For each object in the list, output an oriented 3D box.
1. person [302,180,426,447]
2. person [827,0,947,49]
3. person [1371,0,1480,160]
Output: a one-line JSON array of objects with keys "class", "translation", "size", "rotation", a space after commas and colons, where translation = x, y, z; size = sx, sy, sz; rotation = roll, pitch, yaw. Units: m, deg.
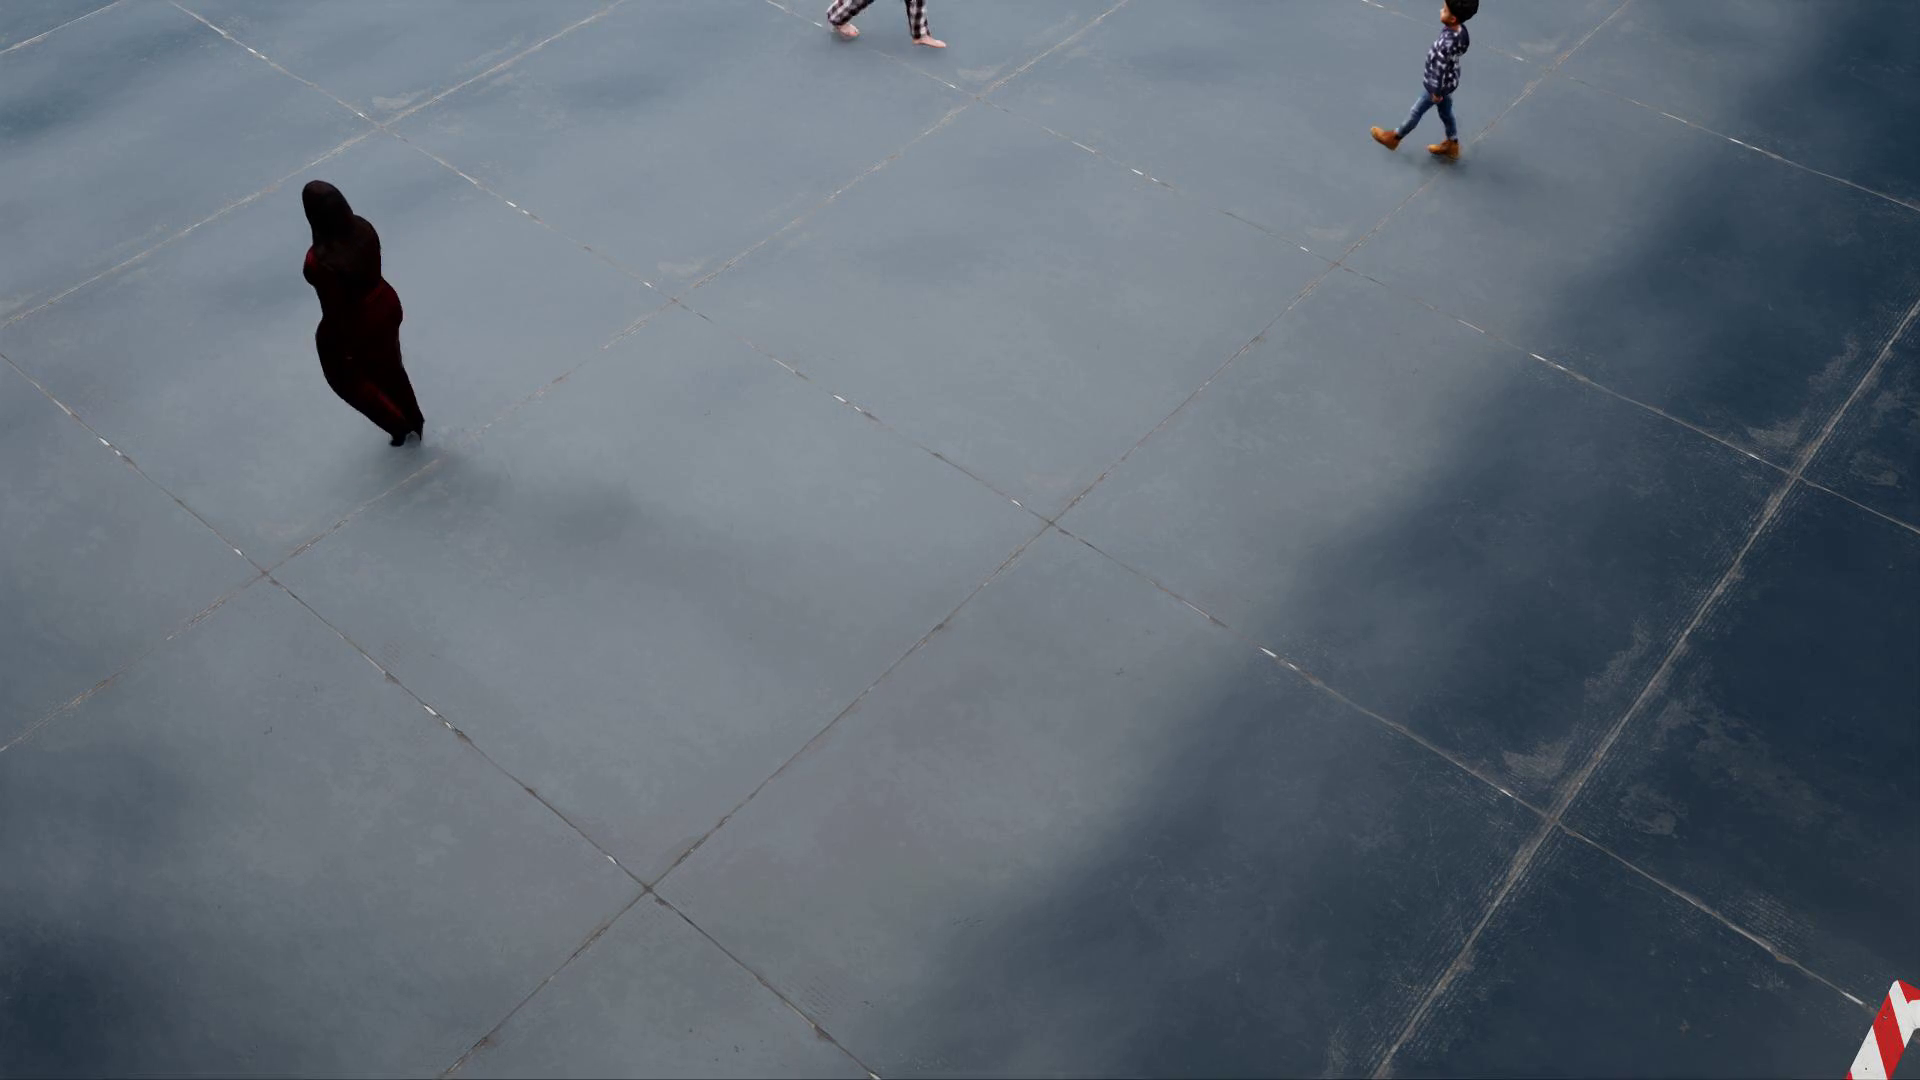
[{"class": "person", "translation": [-3.136, -1.145, 8.936], "size": [0.800, 1.744, 0.785], "rotation": [14, 49, 13]}, {"class": "person", "translation": [-0.618, -4.347, 11.854], "size": [1.239, 1.805, 0.920], "rotation": [14, 49, 13]}, {"class": "person", "translation": [3.257, -3.061, 11.064], "size": [0.881, 1.220, 0.628], "rotation": [20, 50, 18]}]
